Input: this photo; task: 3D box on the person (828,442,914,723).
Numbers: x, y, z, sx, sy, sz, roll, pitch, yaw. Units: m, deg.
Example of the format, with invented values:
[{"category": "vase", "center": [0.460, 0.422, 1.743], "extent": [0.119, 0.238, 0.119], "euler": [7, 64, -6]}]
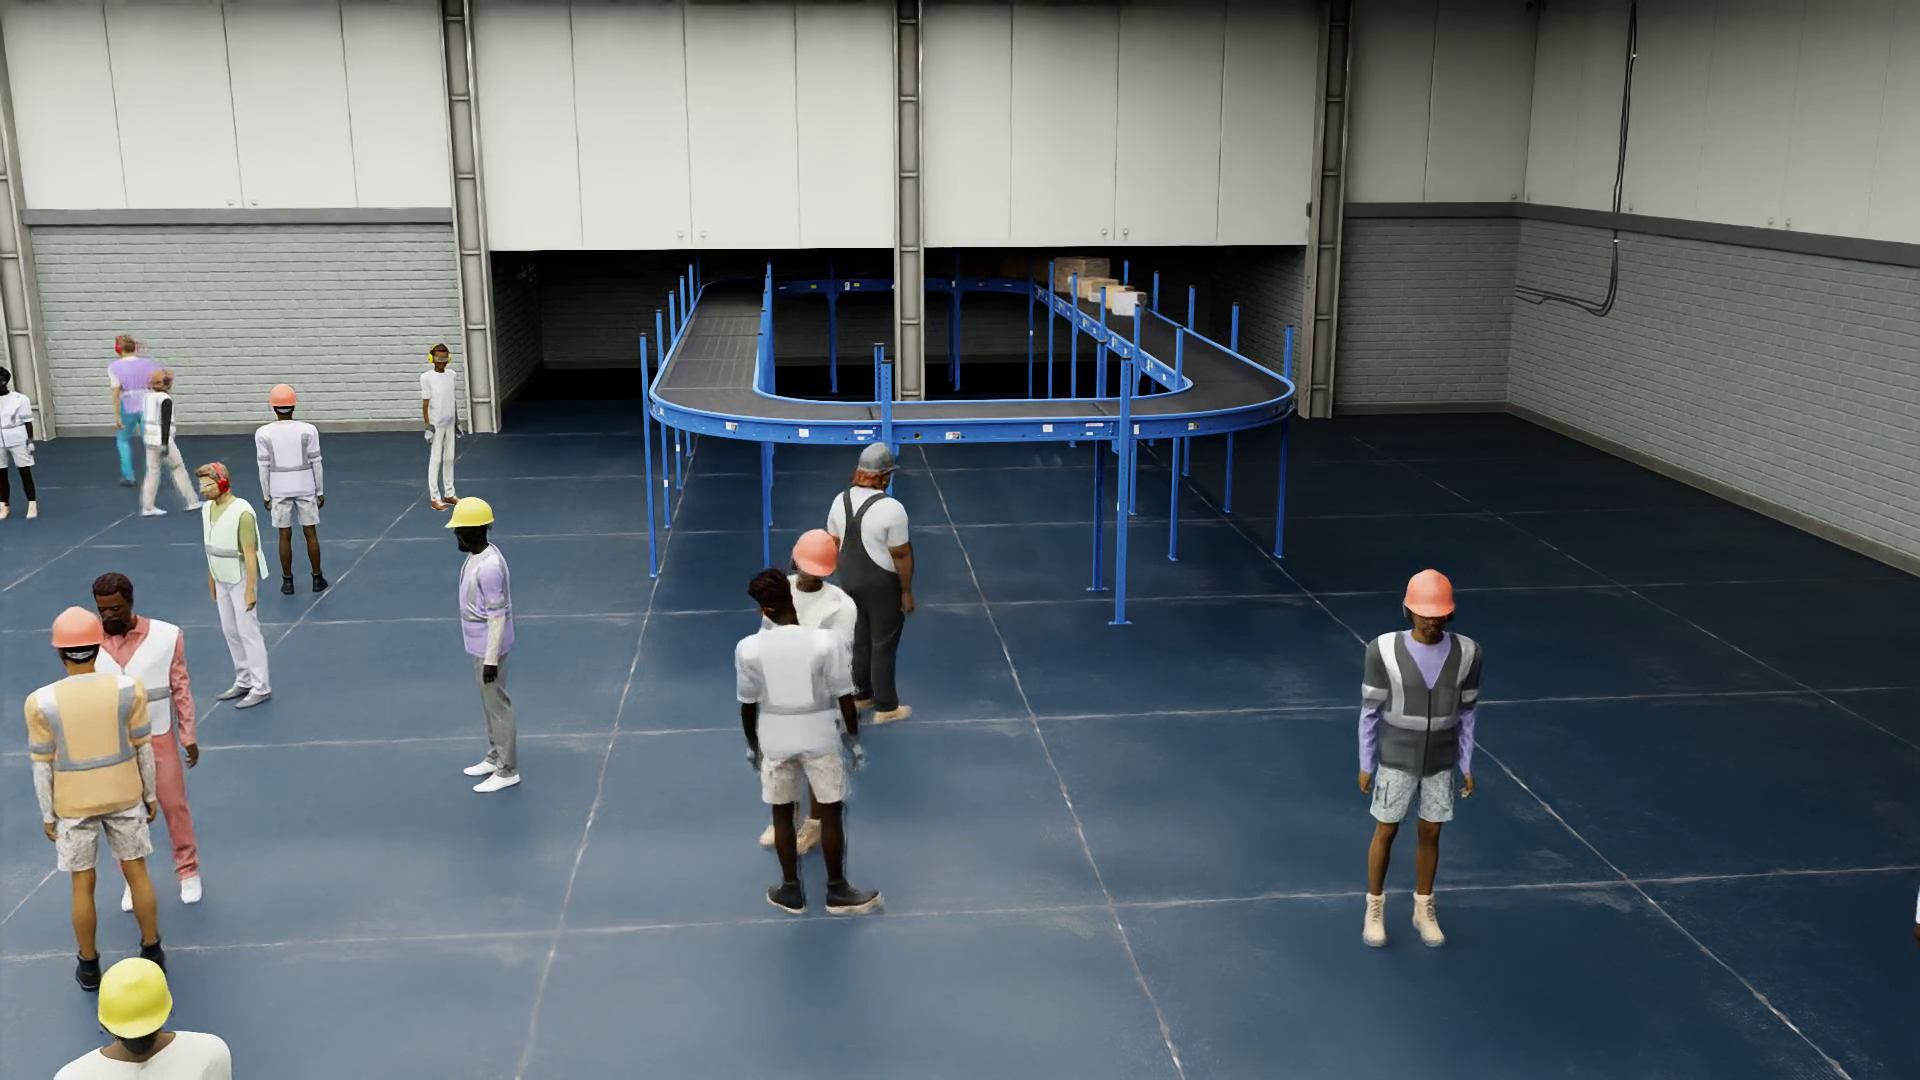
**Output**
[{"category": "person", "center": [-0.580, 0.285, 12.014], "extent": [0.690, 2.000, 0.536], "euler": [12, 19, 40]}]

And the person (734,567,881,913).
[{"category": "person", "center": [-0.818, 1.096, 9.020], "extent": [0.771, 1.936, 0.369], "euler": [1, 14, 2]}]

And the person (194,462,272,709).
[{"category": "person", "center": [-5.361, 0.317, 12.314], "extent": [0.580, 1.830, 0.401], "euler": [10, 17, 35]}]

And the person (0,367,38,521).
[{"category": "person", "center": [-10.331, -1.050, 18.069], "extent": [0.537, 1.693, 0.317], "euler": [-2, 14, -10]}]

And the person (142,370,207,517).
[{"category": "person", "center": [-8.750, -1.077, 18.365], "extent": [0.534, 1.589, 0.770], "euler": [11, 18, 38]}]

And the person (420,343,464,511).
[{"category": "person", "center": [-5.775, -1.273, 18.607], "extent": [0.331, 1.866, 0.513], "euler": [8, 16, 28]}]

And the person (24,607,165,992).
[{"category": "person", "center": [-4.294, 1.276, 8.291], "extent": [0.545, 1.927, 0.405], "euler": [-9, 16, -31]}]

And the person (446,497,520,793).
[{"category": "person", "center": [-3.067, 0.666, 10.722], "extent": [0.366, 1.926, 0.592], "euler": [-6, 15, -24]}]

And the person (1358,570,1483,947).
[{"category": "person", "center": [2.372, 1.137, 8.602], "extent": [0.614, 2.040, 0.391], "euler": [0, 14, 0]}]

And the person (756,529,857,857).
[{"category": "person", "center": [-0.908, 0.899, 9.655], "extent": [0.660, 2.018, 0.436], "euler": [6, 15, 24]}]

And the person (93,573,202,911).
[{"category": "person", "center": [-4.501, 1.083, 9.103], "extent": [0.601, 1.905, 0.388], "euler": [-5, 15, -17]}]

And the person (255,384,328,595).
[{"category": "person", "center": [-6.099, -0.462, 15.202], "extent": [0.547, 1.942, 0.350], "euler": [-5, 15, -19]}]

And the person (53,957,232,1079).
[{"category": "person", "center": [-2.525, 2.121, 5.240], "extent": [0.522, 1.763, 0.319], "euler": [-9, 16, -31]}]

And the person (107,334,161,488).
[{"category": "person", "center": [-9.797, -1.517, 19.673], "extent": [0.721, 1.822, 0.566], "euler": [10, 17, 34]}]
